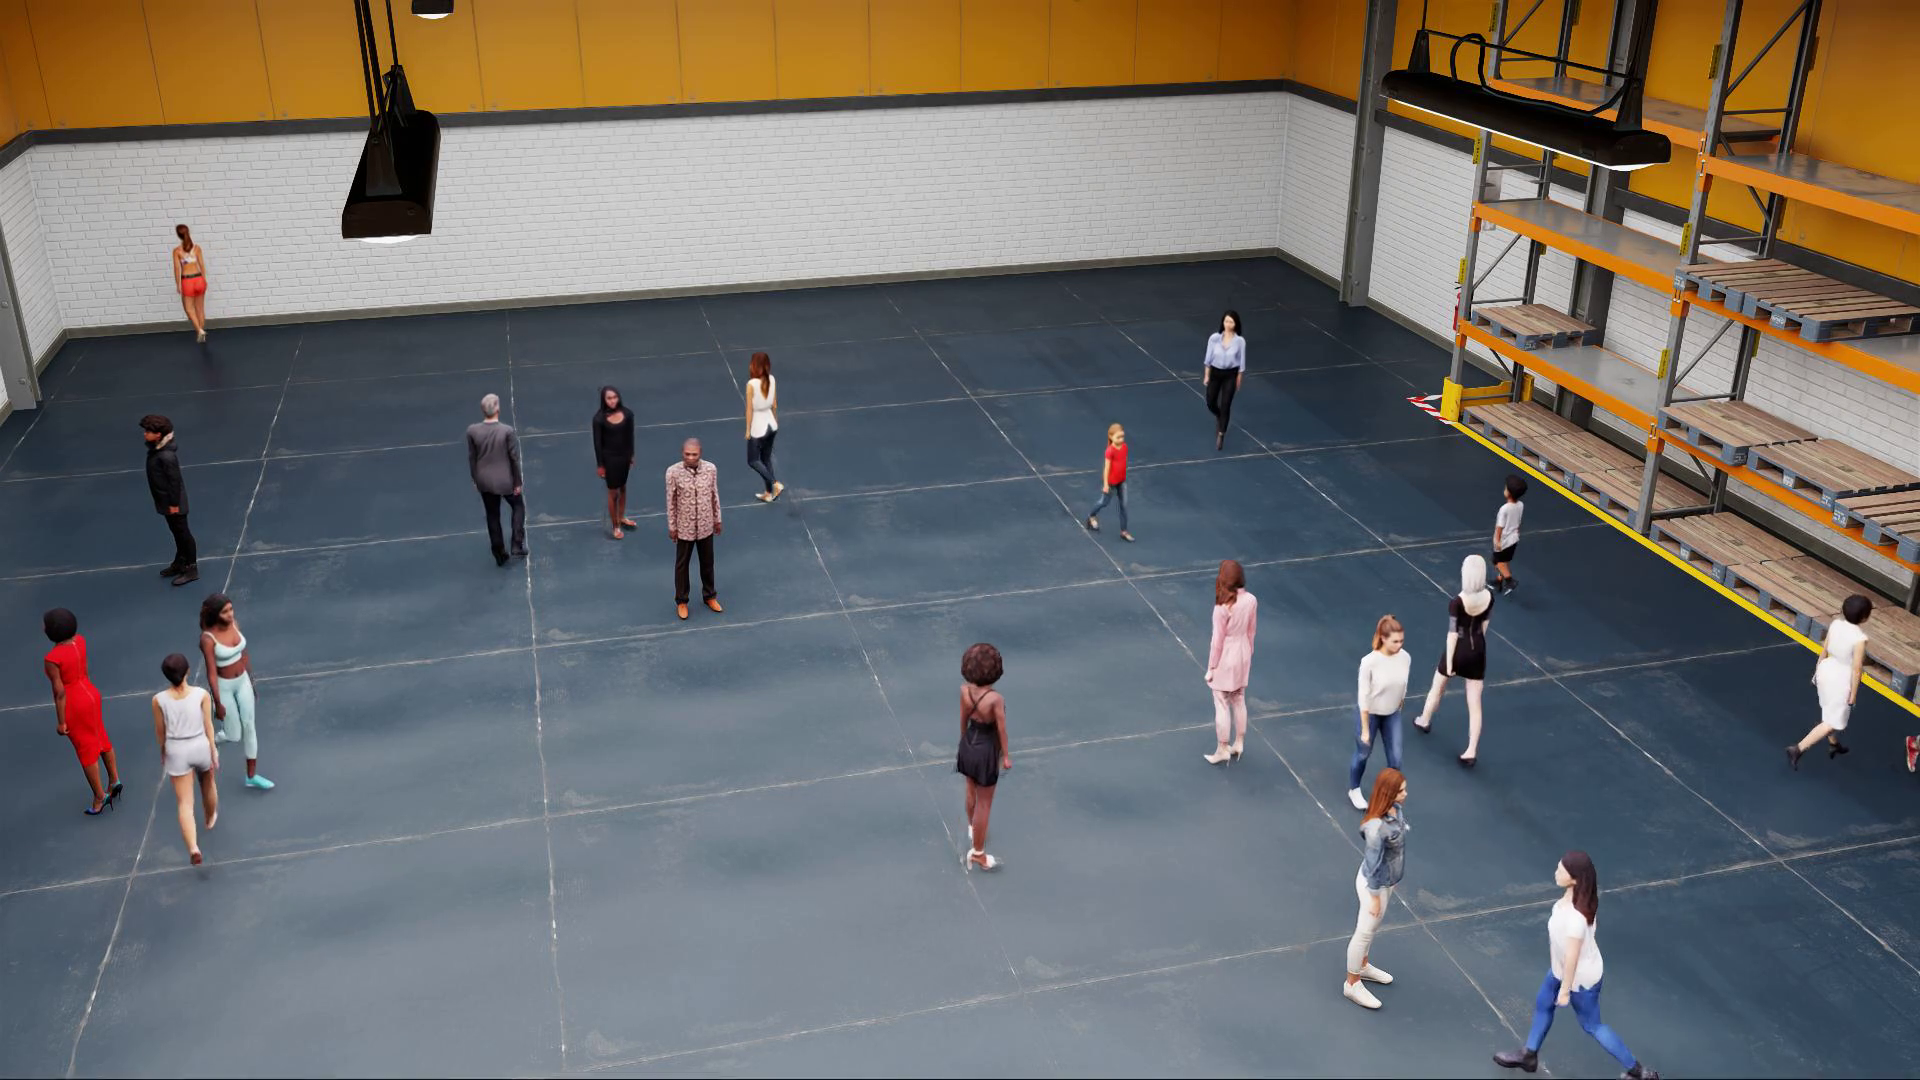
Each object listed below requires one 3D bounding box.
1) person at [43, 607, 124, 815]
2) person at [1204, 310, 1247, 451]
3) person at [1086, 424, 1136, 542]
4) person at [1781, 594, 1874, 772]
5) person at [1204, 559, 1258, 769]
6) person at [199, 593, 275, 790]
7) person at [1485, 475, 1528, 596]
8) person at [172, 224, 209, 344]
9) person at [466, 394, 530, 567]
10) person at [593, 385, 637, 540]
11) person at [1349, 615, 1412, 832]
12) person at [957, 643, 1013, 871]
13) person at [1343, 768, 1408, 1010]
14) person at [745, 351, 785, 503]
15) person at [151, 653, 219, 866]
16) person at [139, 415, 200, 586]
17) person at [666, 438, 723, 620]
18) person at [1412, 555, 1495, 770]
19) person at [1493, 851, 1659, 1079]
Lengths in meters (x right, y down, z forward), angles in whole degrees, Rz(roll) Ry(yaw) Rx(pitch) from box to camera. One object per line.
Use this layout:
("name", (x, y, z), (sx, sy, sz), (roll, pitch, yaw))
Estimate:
("person", (-6.793, 1.314, 12.853), (0.700, 1.743, 0.573), (4, 24, 8))
("person", (3.248, -1.995, 20.436), (0.886, 1.733, 0.982), (6, 24, 14))
("person", (1.613, -0.649, 17.910), (0.710, 1.290, 0.953), (-17, 29, -33))
("person", (7.035, 1.175, 13.438), (0.640, 1.529, 0.889), (-6, 24, -13))
("person", (2.196, 1.004, 13.490), (0.681, 1.800, 0.633), (-15, 28, -30))
("person", (-5.821, 1.197, 13.159), (0.912, 1.712, 0.885), (10, 25, 21))
("person", (5.477, -0.027, 16.534), (0.581, 1.251, 0.739), (-12, 27, -26))
("person", (-11.202, -3.709, 24.300), (0.819, 1.778, 1.005), (-18, 29, -35))
("person", (-4.781, -0.586, 17.099), (0.773, 1.824, 0.719), (-1, 24, -3))
("person", (-3.725, -0.878, 17.915), (0.760, 1.705, 0.859), (-19, 30, -36))
("person", (3.186, 1.337, 12.855), (0.619, 1.698, 0.897), (-5, 24, -12))
("person", (0.131, 1.607, 12.139), (0.783, 1.778, 0.730), (-20, 31, -38))
("person", (2.702, 2.223, 10.826), (0.744, 1.701, 0.674), (12, 26, 25))
("person", (-2.153, -1.219, 18.608), (0.891, 1.774, 0.813), (19, 30, 36))
("person", (-5.717, 1.628, 12.337), (0.663, 1.580, 1.088), (-9, 25, -20))
("person", (-7.972, -0.439, 16.816), (0.771, 1.781, 0.664), (-18, 29, -35))
("person", (-2.579, -0.156, 16.133), (0.707, 1.809, 0.639), (-10, 26, -22))
("person", (4.148, 1.016, 13.474), (0.590, 1.792, 1.032), (-6, 24, -13))
("person", (3.798, 2.642, 9.958), (1.108, 1.628, 1.169), (9, 25, 19))
